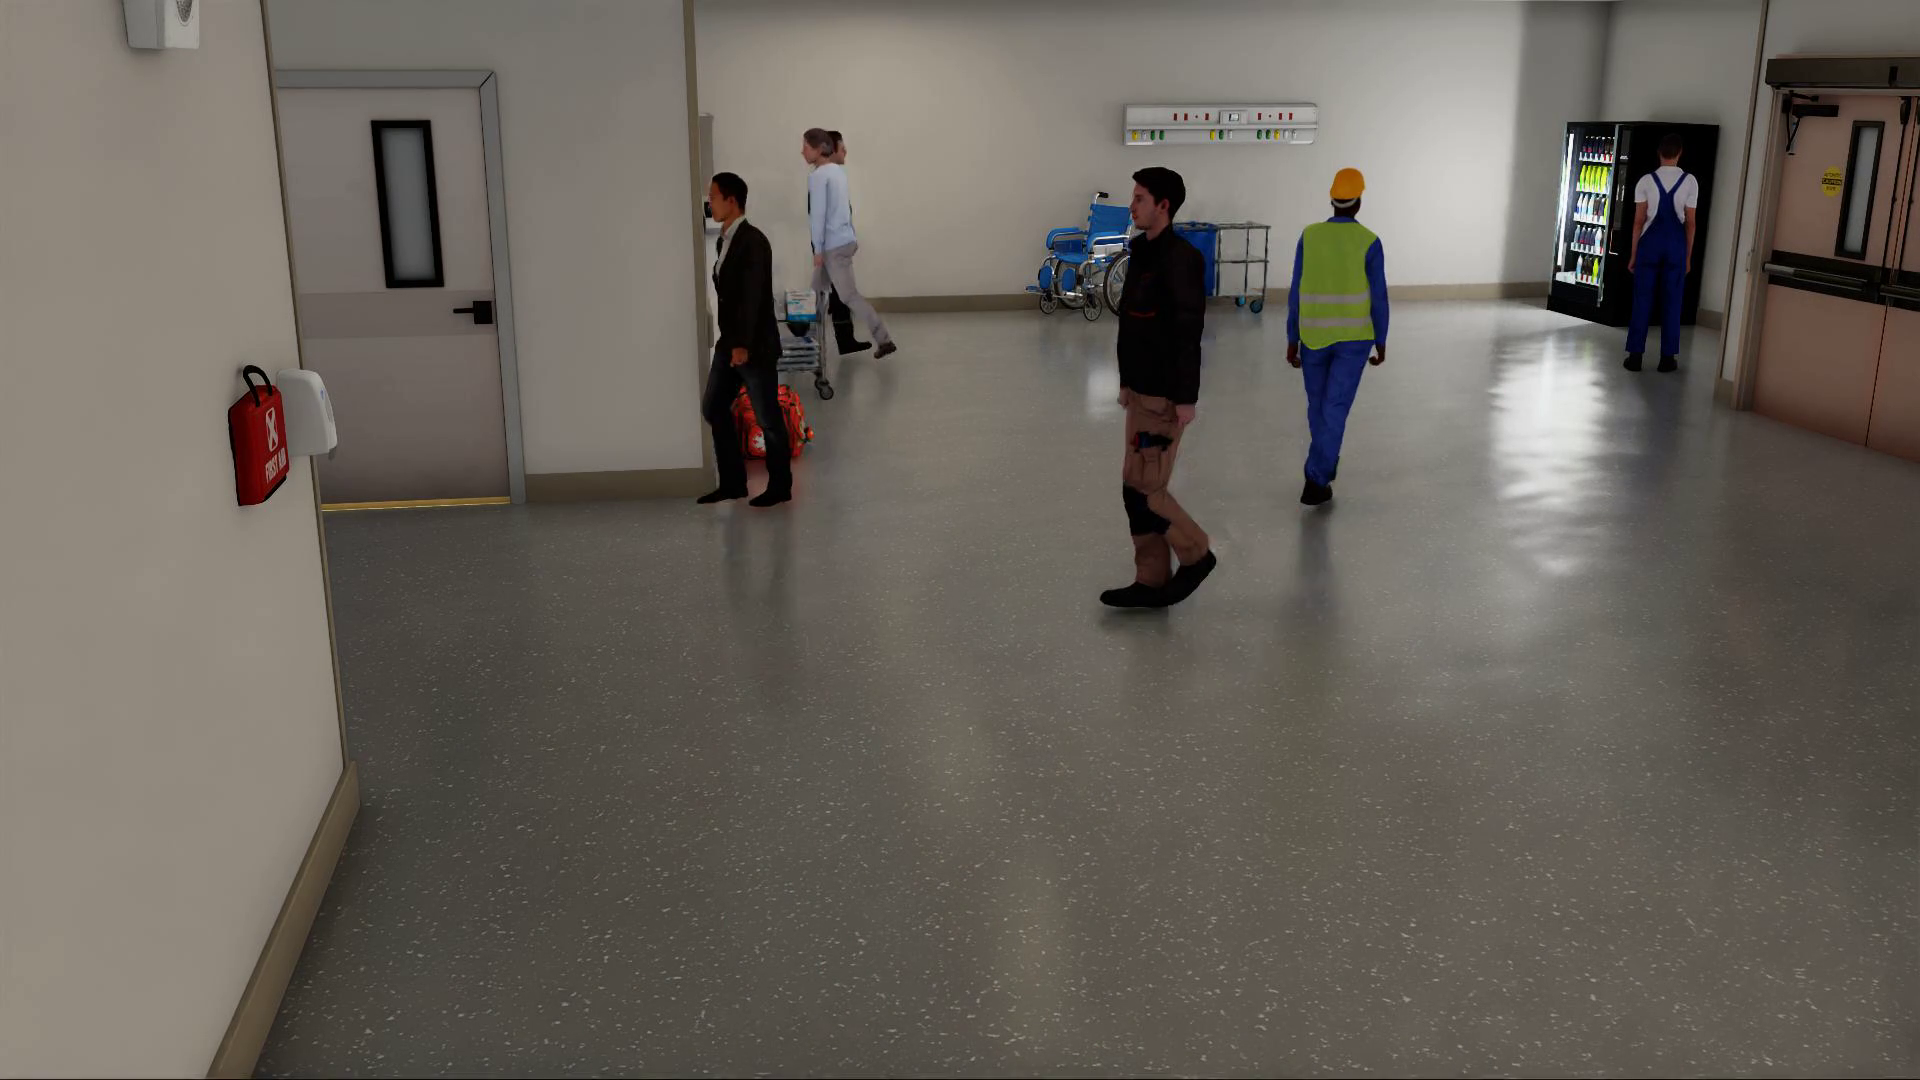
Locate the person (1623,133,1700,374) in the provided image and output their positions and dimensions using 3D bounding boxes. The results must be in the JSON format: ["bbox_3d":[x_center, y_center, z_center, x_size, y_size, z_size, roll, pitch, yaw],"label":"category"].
[{"bbox_3d":[5.515,-2.262,13.089,0.722,1.851,0.738,6,17,20],"label":"person"}]

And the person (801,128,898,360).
[{"bbox_3d":[-0.905,-2.298,13.251,1.054,1.831,1.258,5,16,16],"label":"person"}]

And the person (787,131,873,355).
[{"bbox_3d":[-1.108,-2.401,13.625,0.770,1.823,0.928,-5,16,-17],"label":"person"}]

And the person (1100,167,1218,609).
[{"bbox_3d":[0.927,-0.617,7.133,0.822,1.917,0.718,-5,17,-18],"label":"person"}]

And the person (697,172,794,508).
[{"bbox_3d":[-1.064,-1.059,8.958,0.951,1.777,0.879,-14,21,-41],"label":"person"}]

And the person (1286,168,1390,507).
[{"bbox_3d":[1.990,-1.055,8.947,1.061,1.775,1.206,7,17,24],"label":"person"}]
